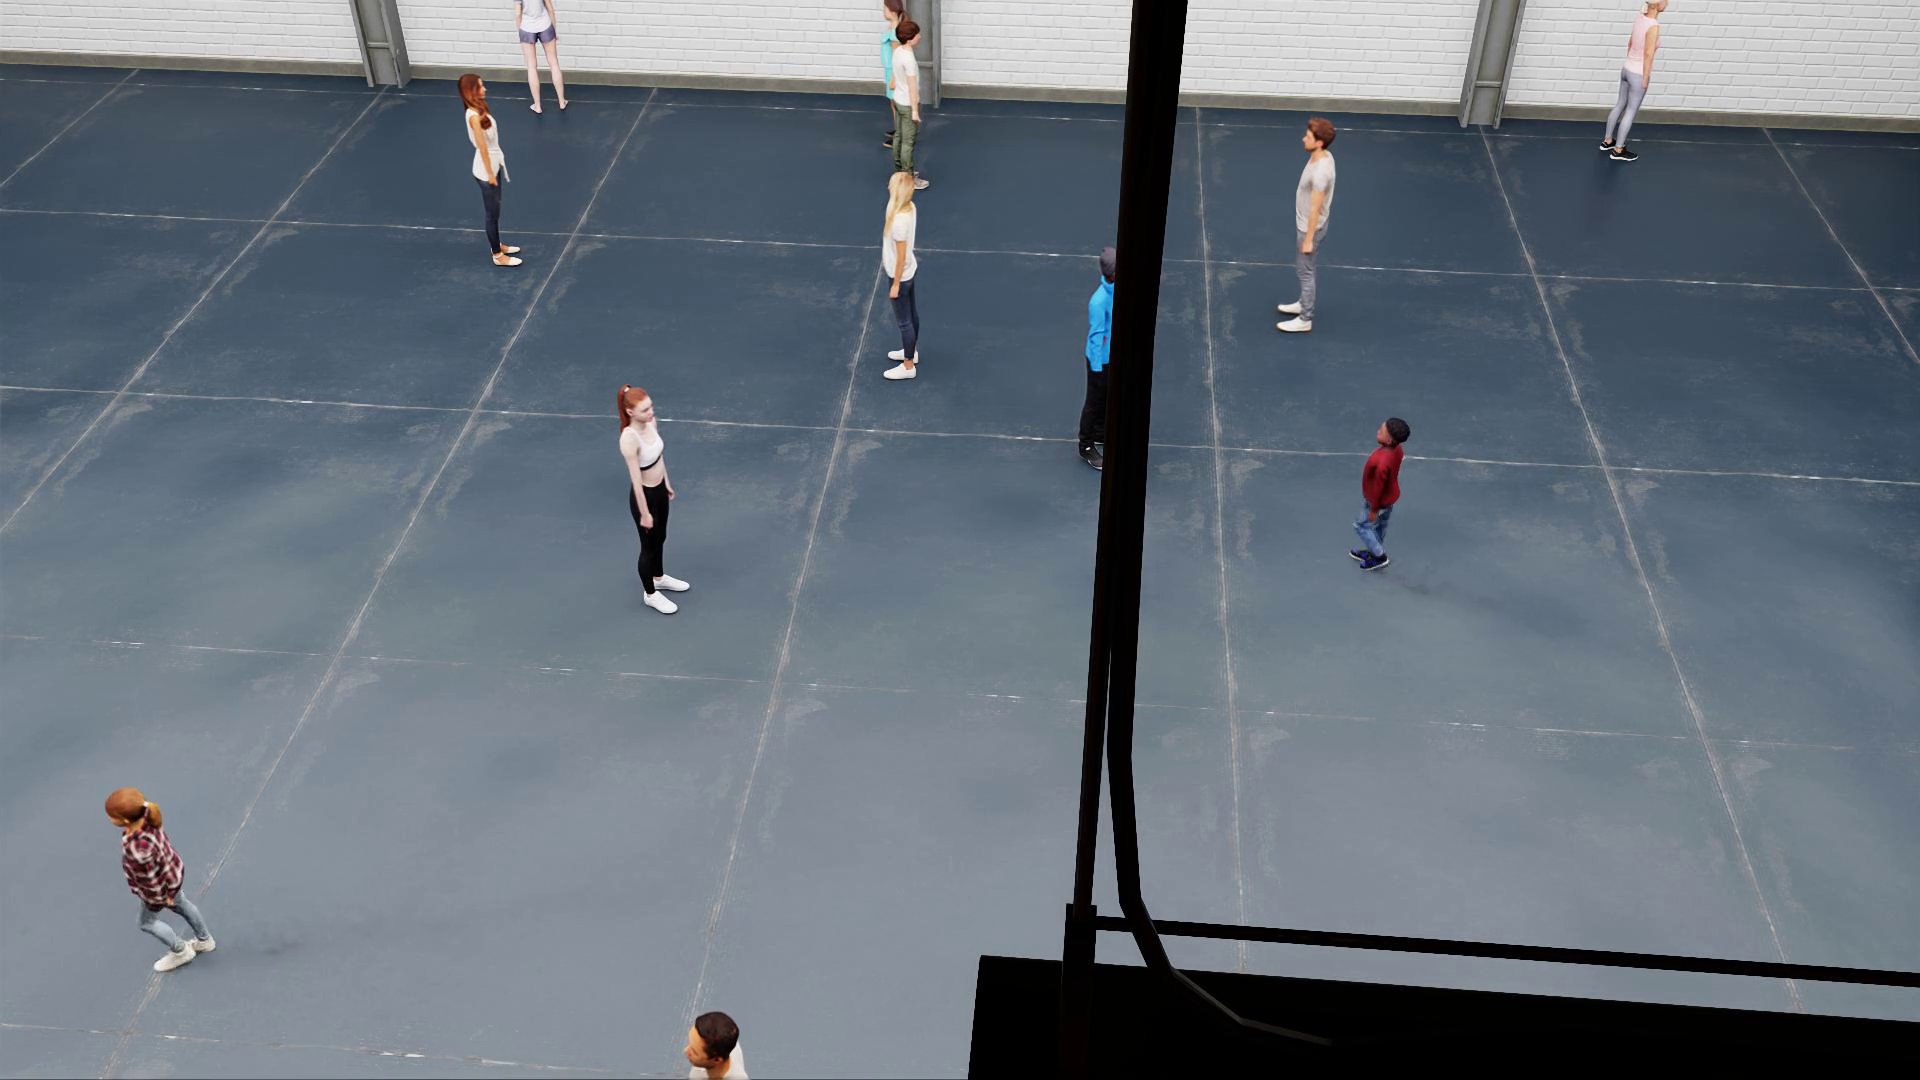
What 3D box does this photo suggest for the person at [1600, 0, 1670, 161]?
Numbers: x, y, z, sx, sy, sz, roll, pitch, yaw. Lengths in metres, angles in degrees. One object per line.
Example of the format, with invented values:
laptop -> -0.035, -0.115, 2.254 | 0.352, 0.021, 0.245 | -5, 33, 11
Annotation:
person -> 6.796, -4.699, 16.720 | 0.566, 1.725, 0.595 | -5, 39, -6

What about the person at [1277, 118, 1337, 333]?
person -> 2.967, -2.654, 14.024 | 0.556, 1.893, 0.658 | 5, 39, 7

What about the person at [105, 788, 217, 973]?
person -> -4.241, 1.797, 8.930 | 0.619, 1.296, 0.590 | -6, 39, -7

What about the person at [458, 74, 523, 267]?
person -> -4.262, -3.333, 14.963 | 0.605, 1.784, 0.646 | -6, 39, -7

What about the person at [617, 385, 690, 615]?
person -> -2.098, -0.288, 11.184 | 0.569, 1.742, 0.617 | 9, 39, 11

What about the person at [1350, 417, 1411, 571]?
person -> 2.987, -0.296, 11.588 | 0.639, 1.250, 0.606 | 21, 43, 24

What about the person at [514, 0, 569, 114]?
person -> -4.473, -5.391, 17.553 | 0.631, 1.767, 0.727 | -14, 41, -16

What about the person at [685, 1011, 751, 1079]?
person -> -1.022, 2.676, 7.416 | 0.733, 1.812, 0.736 | -17, 42, -20

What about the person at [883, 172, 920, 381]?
person -> -0.456, -2.146, 13.457 | 0.492, 1.809, 0.587 | 4, 39, 5

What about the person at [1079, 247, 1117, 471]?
person -> 1.091, -1.395, 12.528 | 0.688, 1.794, 0.698 | 21, 43, 24

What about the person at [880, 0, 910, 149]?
person -> -0.651, -4.769, 16.942 | 0.509, 1.558, 0.538 | 4, 39, 4

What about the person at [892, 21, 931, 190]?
person -> -0.520, -4.248, 16.213 | 0.660, 1.654, 0.646 | -12, 40, -15
